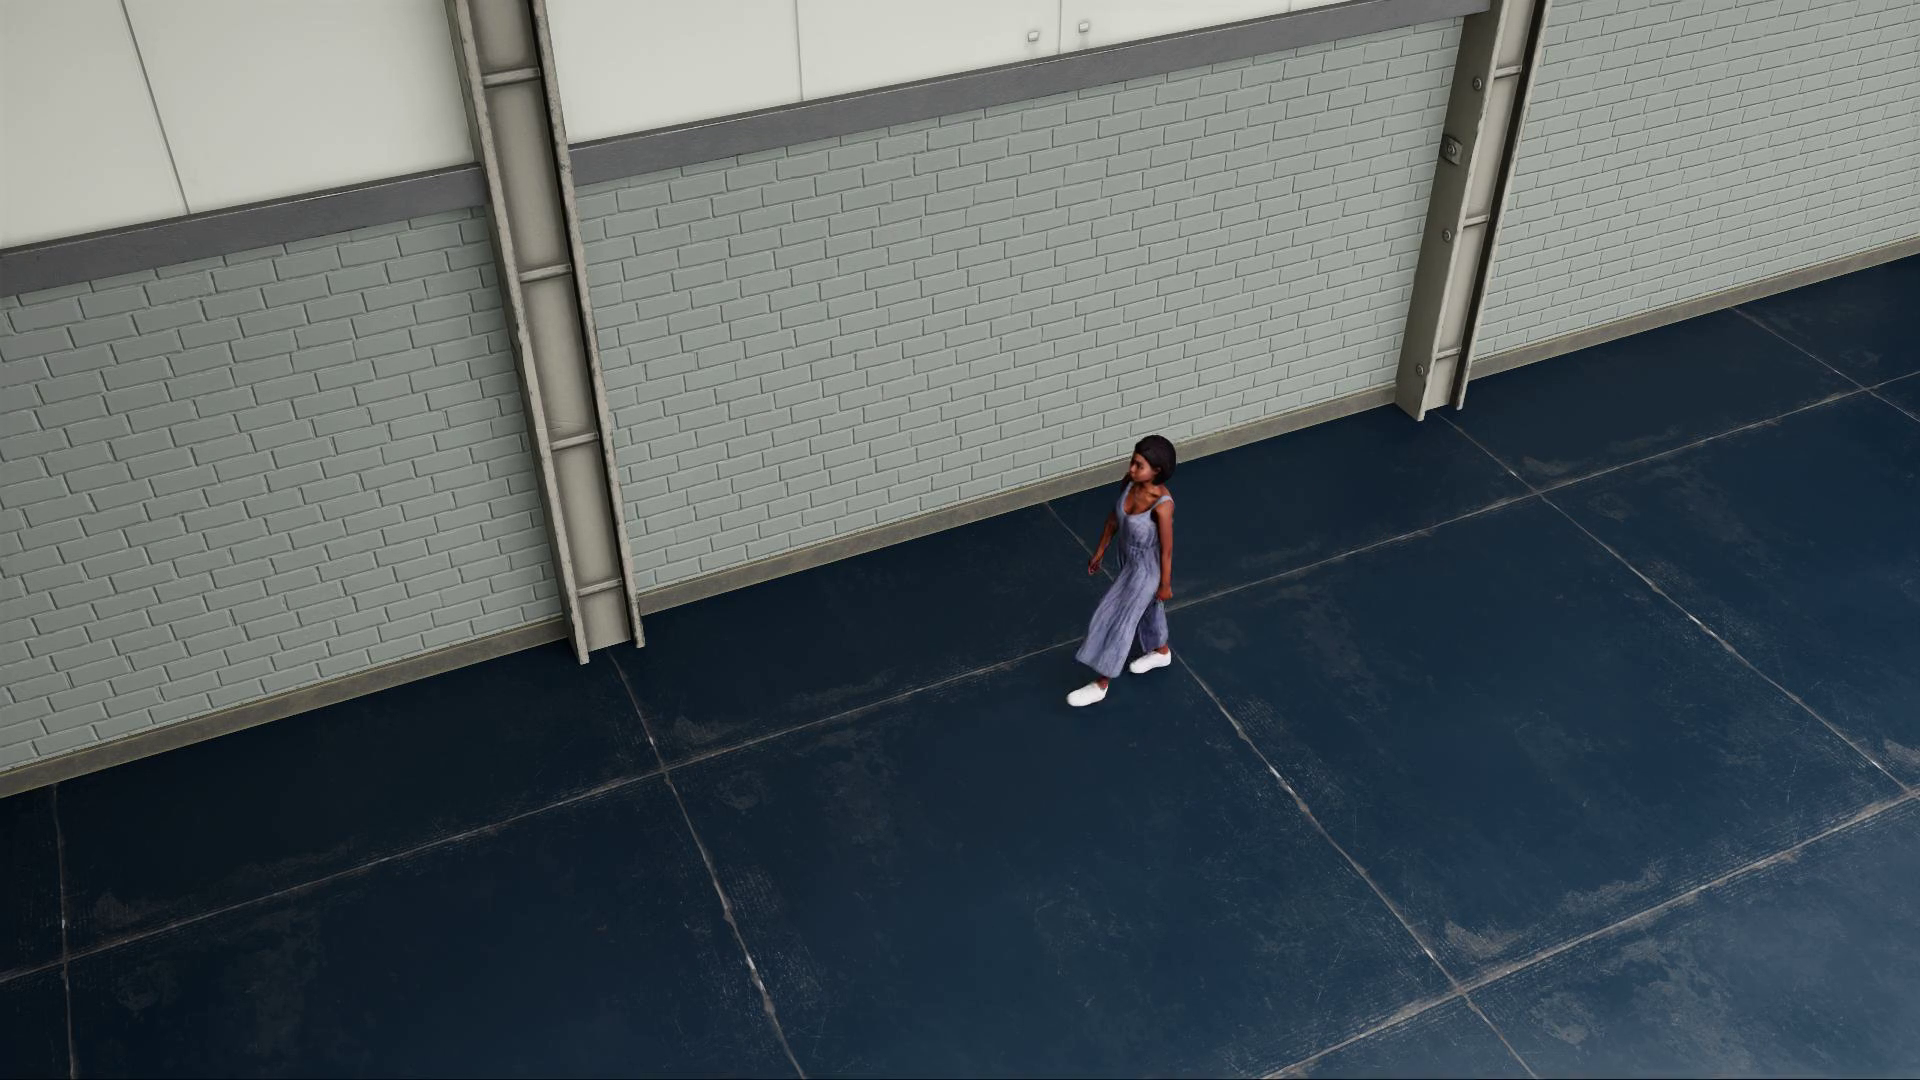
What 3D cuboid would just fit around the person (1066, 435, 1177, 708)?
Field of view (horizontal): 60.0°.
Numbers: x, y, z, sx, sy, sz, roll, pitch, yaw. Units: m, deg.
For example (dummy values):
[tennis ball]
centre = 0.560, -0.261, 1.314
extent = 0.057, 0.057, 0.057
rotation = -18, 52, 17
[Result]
[person]
centre = 1.066, 0.125, 9.110
extent = 0.966, 1.668, 0.606
rotation = -12, 40, -15
